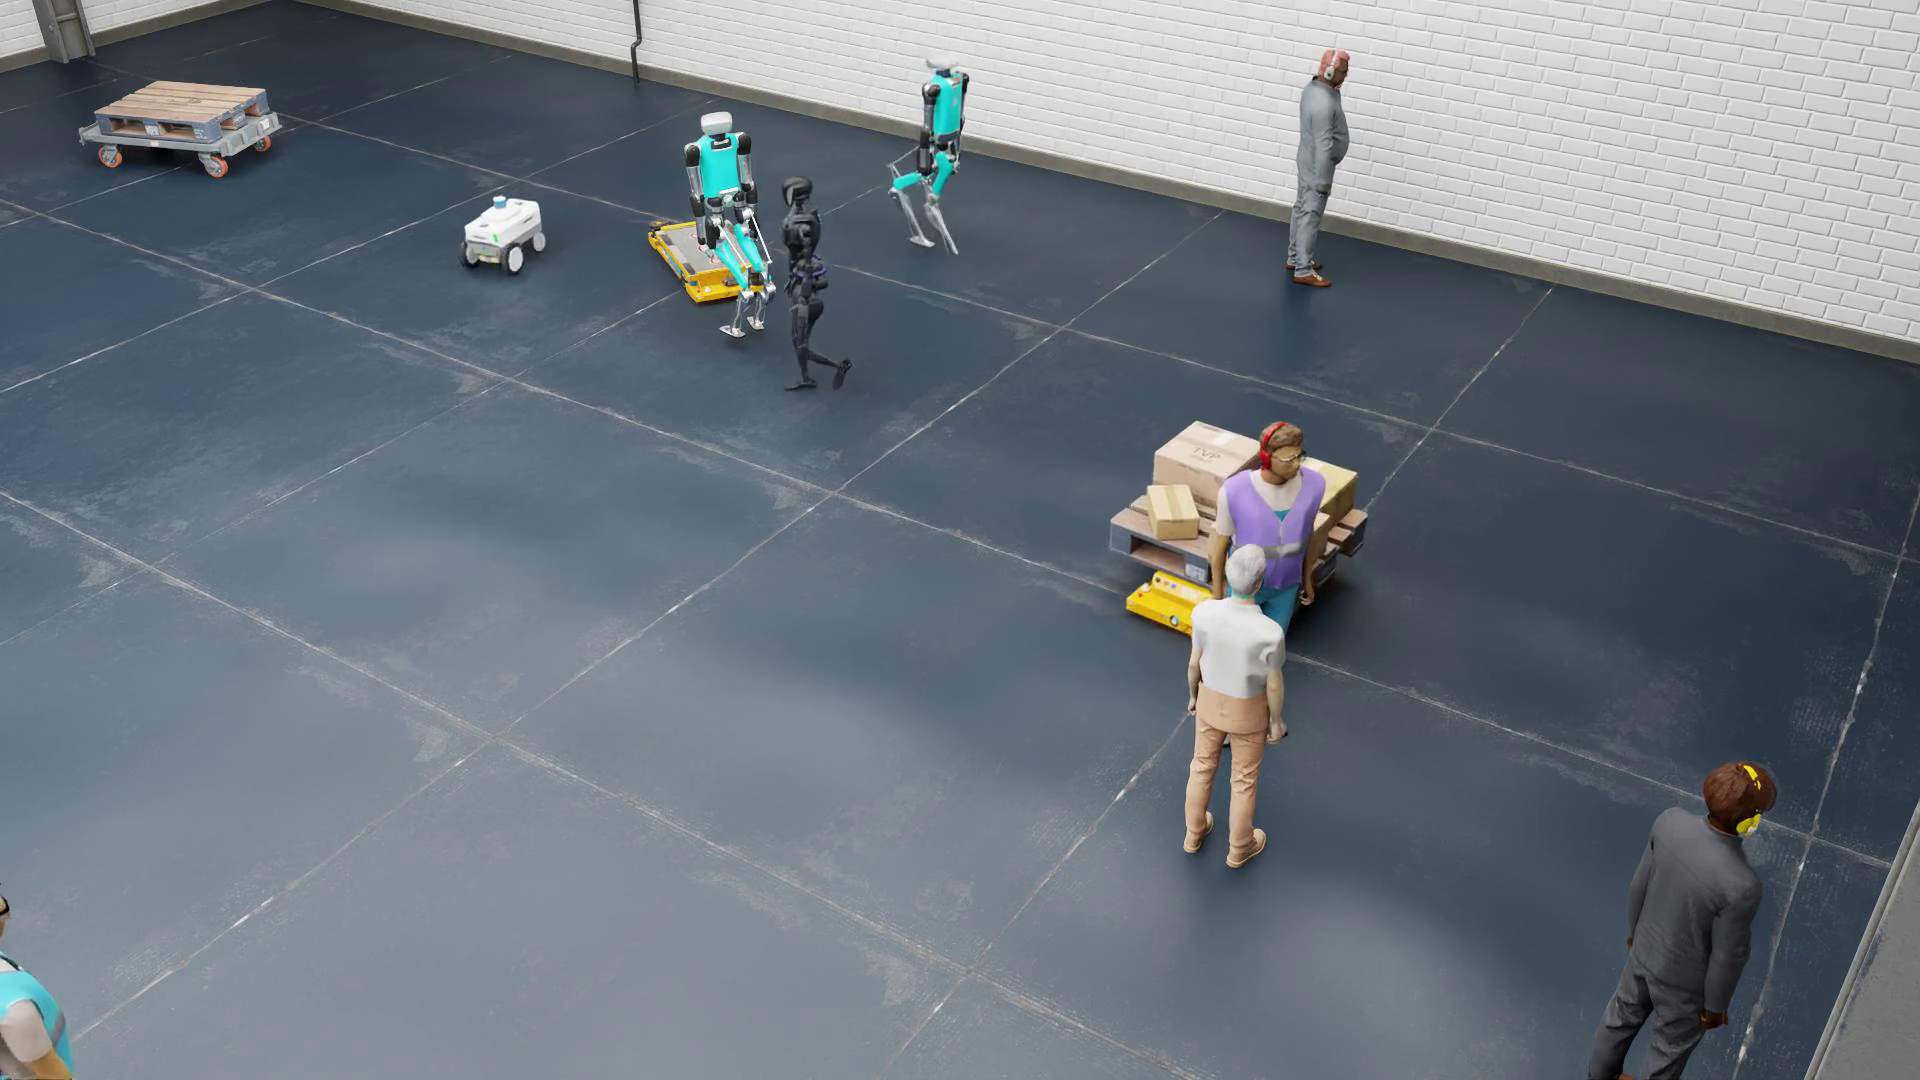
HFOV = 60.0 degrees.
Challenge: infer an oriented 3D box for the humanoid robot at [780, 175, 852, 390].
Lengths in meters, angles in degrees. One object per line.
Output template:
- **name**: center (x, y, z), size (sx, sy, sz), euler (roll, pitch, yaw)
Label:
- **humanoid robot**: center (-1.044, -1.811, 11.773), size (0.488, 1.636, 0.590), euler (-10, 34, -15)

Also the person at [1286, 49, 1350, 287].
- **person**: center (2.907, -3.004, 13.425), size (0.409, 1.901, 0.638), euler (1, 33, 1)

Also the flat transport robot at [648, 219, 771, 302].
- **flat transport robot**: center (-2.112, -2.384, 13.966), size (0.659, 0.231, 1.431), euler (-14, 35, -20)

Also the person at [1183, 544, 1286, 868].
- **person**: center (1.271, 0.772, 7.686), size (0.472, 1.749, 0.320), euler (18, 37, 25)

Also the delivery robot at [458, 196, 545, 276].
- **delivery robot**: center (-3.847, -2.603, 14.032), size (0.499, 0.583, 0.774), euler (11, 34, 17)

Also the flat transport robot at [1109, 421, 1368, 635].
- **flat transport robot**: center (1.659, 0.138, 10.042), size (0.659, 0.231, 1.431), euler (22, 39, 30)

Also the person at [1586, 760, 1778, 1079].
- **person**: center (2.717, 1.592, 6.295), size (0.335, 1.873, 0.500), euler (-12, 35, -18)

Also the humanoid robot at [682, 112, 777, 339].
- **humanoid robot**: center (-1.634, -2.274, 12.317), size (0.533, 1.673, 0.735), euler (-20, 38, -28)

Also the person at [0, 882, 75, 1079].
- **person**: center (-3.271, 1.911, 5.832), size (0.575, 1.837, 0.393), euler (21, 38, 30)

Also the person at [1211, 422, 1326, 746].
- **person**: center (1.534, 0.210, 8.469), size (0.568, 1.846, 0.378), euler (-8, 34, -13)

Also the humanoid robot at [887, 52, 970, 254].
- **humanoid robot**: center (-0.326, -3.189, 13.902), size (0.751, 1.822, 0.536), euler (21, 38, 29)
